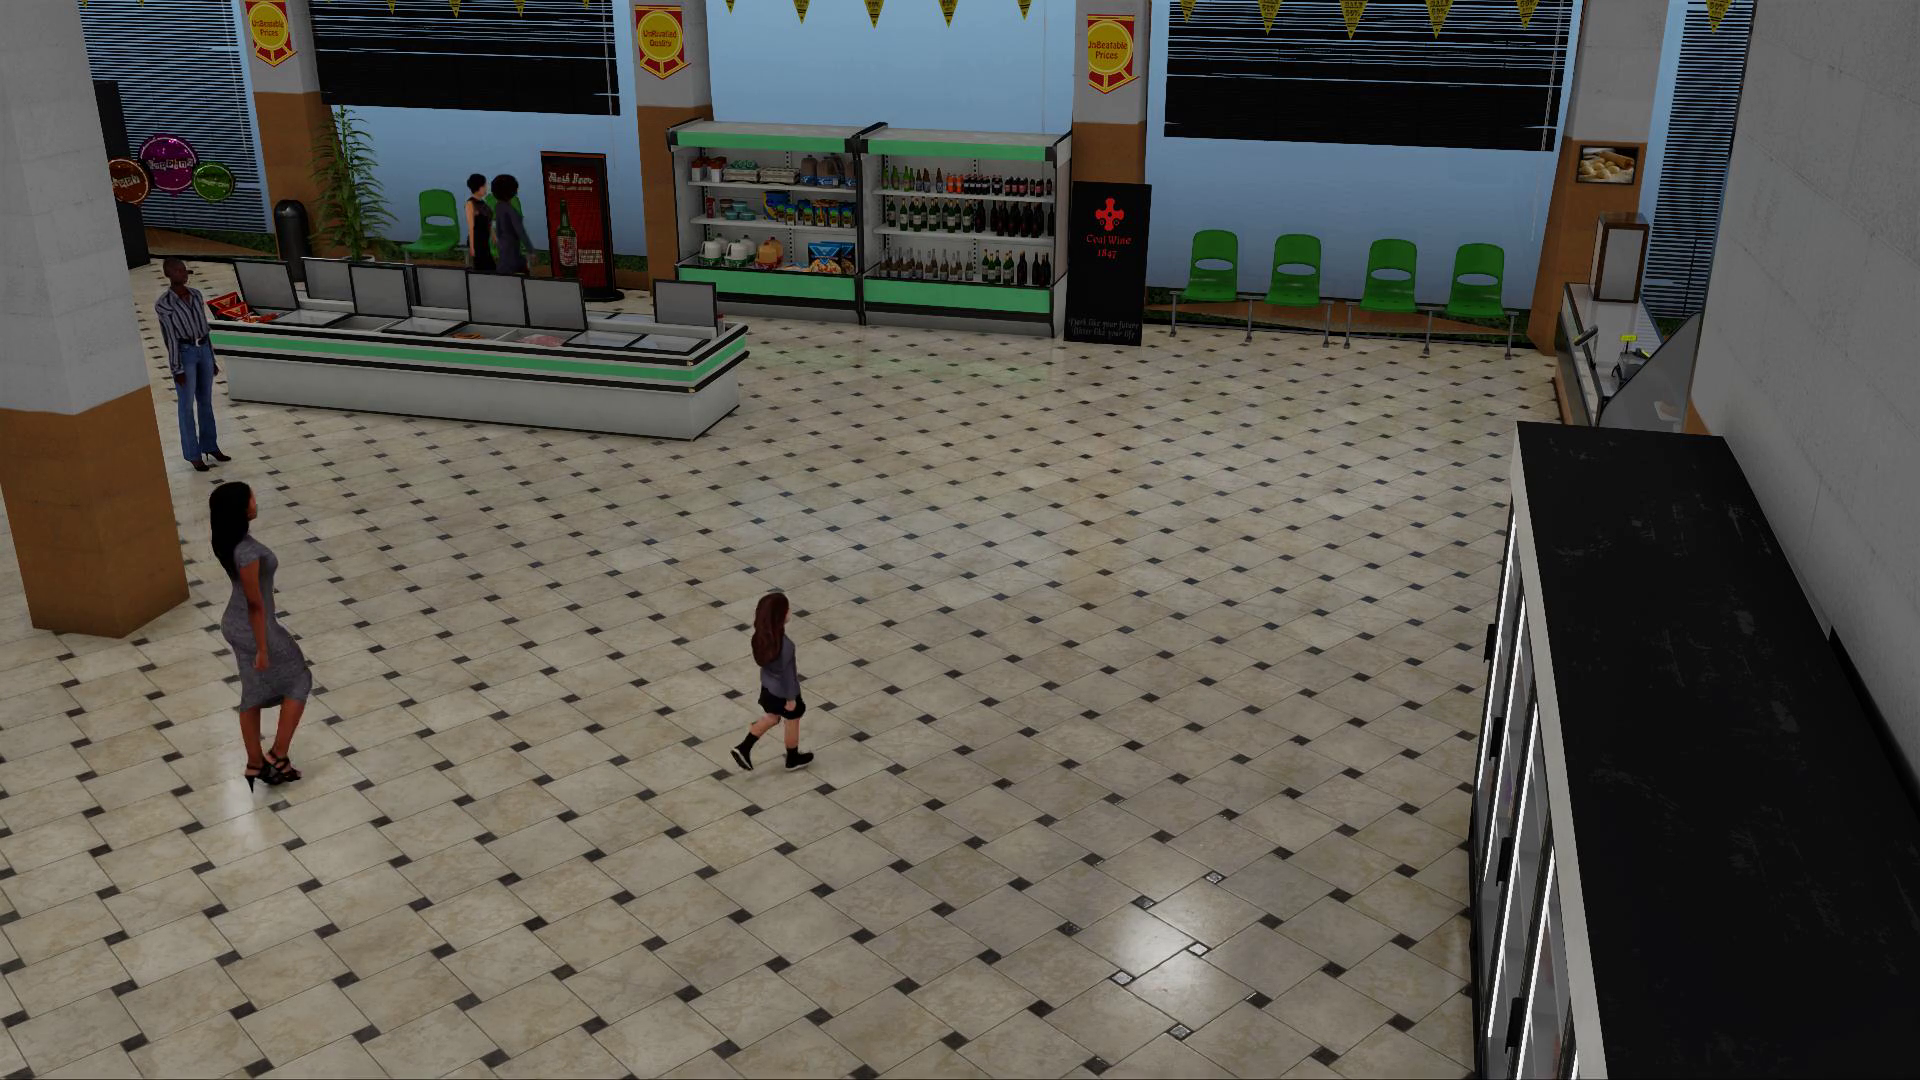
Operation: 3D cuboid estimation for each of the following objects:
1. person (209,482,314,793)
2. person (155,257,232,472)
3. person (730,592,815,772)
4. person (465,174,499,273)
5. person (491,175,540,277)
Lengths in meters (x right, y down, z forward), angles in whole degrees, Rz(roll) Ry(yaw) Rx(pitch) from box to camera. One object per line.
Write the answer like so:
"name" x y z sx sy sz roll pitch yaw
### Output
"person" -3.852 0.561 8.889 0.684 1.771 0.754 17 27 36
"person" -6.455 -1.487 13.952 0.534 1.795 0.635 7 23 17
"person" -1.044 0.806 9.185 0.759 1.096 0.720 -15 26 -32
"person" -5.506 -3.338 18.839 0.770 1.586 0.721 1 22 3
"person" -4.973 -3.067 18.062 1.159 1.664 1.072 -11 24 -25
